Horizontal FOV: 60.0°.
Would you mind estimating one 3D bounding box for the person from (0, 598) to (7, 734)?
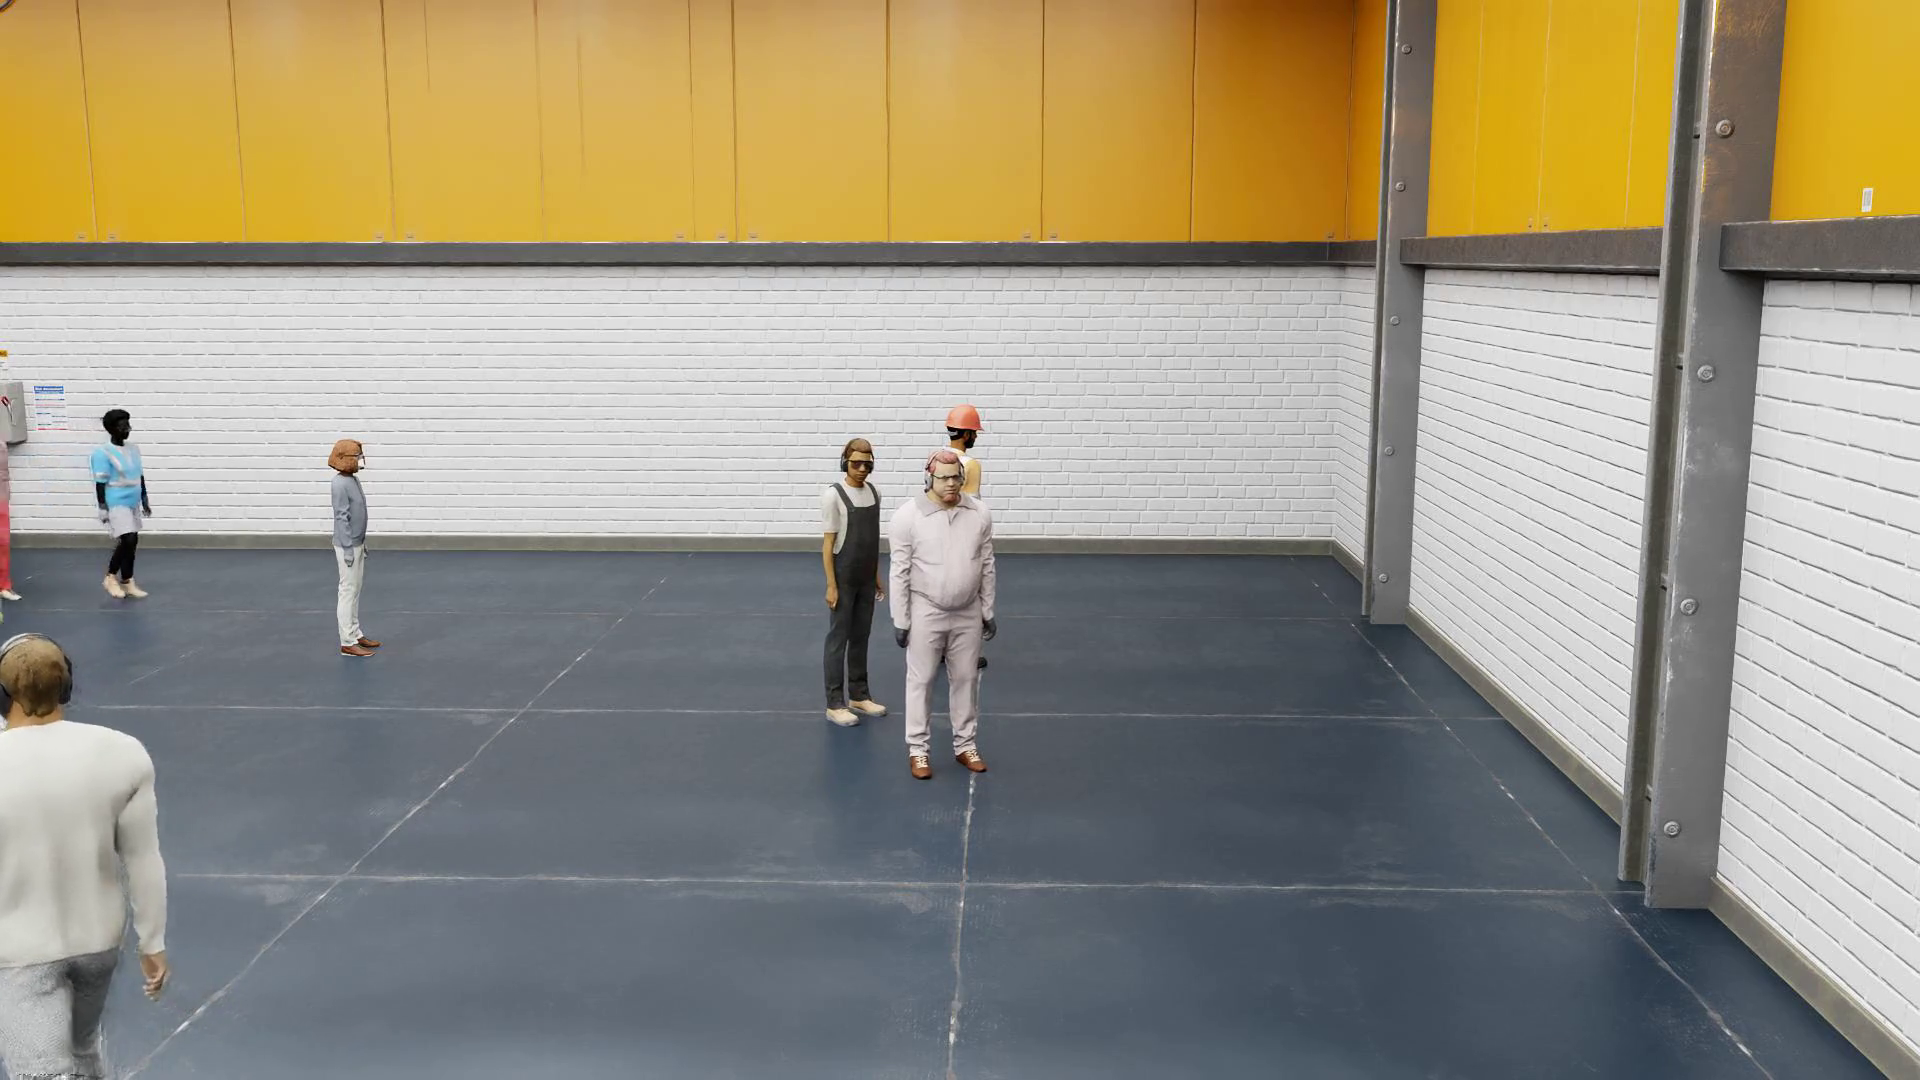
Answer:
[{"bbox_3d":[-5.521,0.562,9.044,0.616,1.810,0.906,7,12,37],"label":"person"}]

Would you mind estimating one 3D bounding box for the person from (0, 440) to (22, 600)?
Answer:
[{"bbox_3d":[-8.527,-0.336,14.464,0.607,1.743,0.519,5,11,28],"label":"person"}]

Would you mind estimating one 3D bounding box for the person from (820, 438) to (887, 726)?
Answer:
[{"bbox_3d":[-0.677,0.259,10.707,0.346,1.842,0.505,8,12,38],"label":"person"}]

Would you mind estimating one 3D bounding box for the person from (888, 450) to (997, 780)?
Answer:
[{"bbox_3d":[-0.086,0.426,9.569,0.643,1.901,0.402,-4,11,-24],"label":"person"}]

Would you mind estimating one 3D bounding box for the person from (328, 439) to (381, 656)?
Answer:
[{"bbox_3d":[-4.572,0.052,12.527,0.282,1.633,0.500,-1,10,-9],"label":"person"}]

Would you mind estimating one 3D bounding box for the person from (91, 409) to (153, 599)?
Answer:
[{"bbox_3d":[-7.273,-0.303,14.468,0.367,1.685,0.535,1,10,8],"label":"person"}]

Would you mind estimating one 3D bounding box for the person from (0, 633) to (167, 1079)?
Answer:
[{"bbox_3d":[-2.652,1.222,4.916,0.934,1.908,0.630,7,12,37],"label":"person"}]

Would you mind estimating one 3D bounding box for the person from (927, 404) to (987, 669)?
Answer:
[{"bbox_3d":[0.000,-0.019,12.083,0.382,1.932,0.541,-8,12,-38],"label":"person"}]
